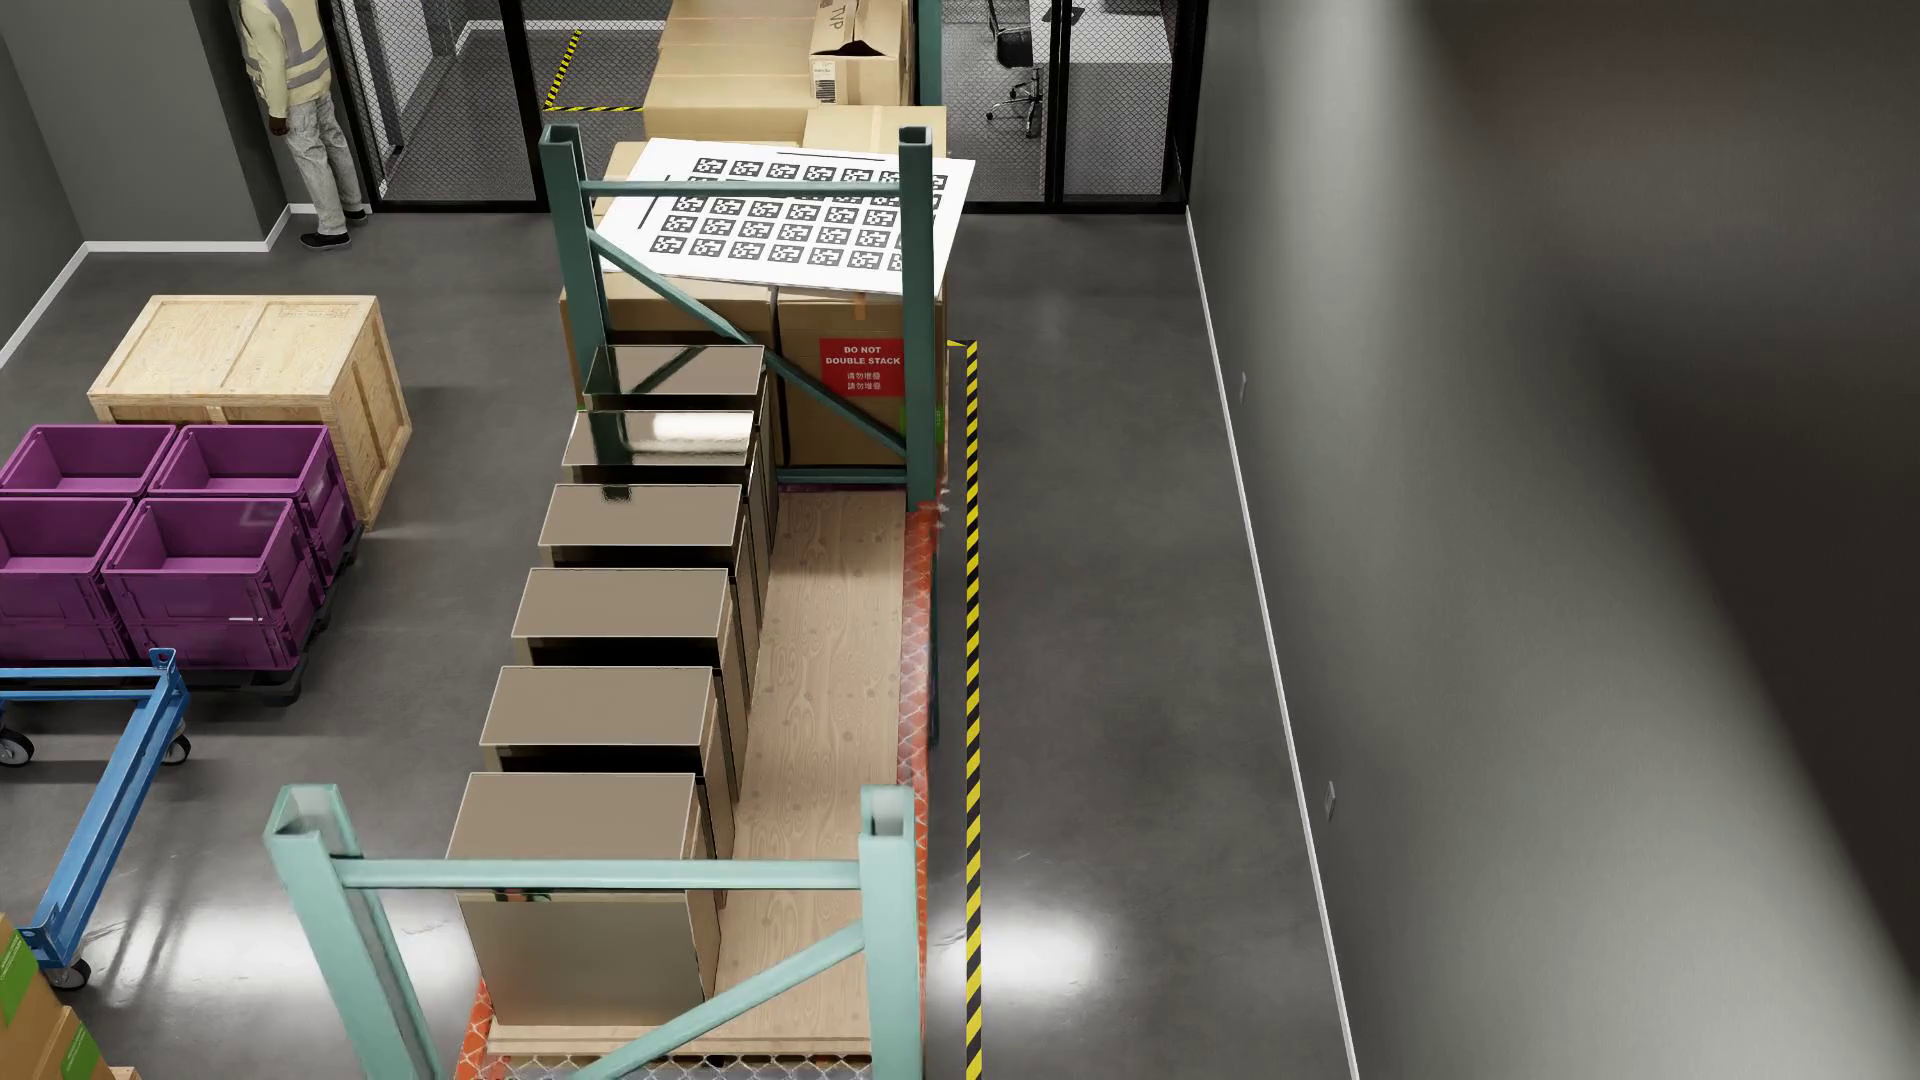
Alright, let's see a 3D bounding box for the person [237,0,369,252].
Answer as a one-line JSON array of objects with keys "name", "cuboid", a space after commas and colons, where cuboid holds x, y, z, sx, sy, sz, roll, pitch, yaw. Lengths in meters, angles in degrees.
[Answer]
[{"name": "person", "cuboid": [-3.488, -2.391, 8.698, 0.404, 1.830, 0.601, 5, 41, 6]}]
